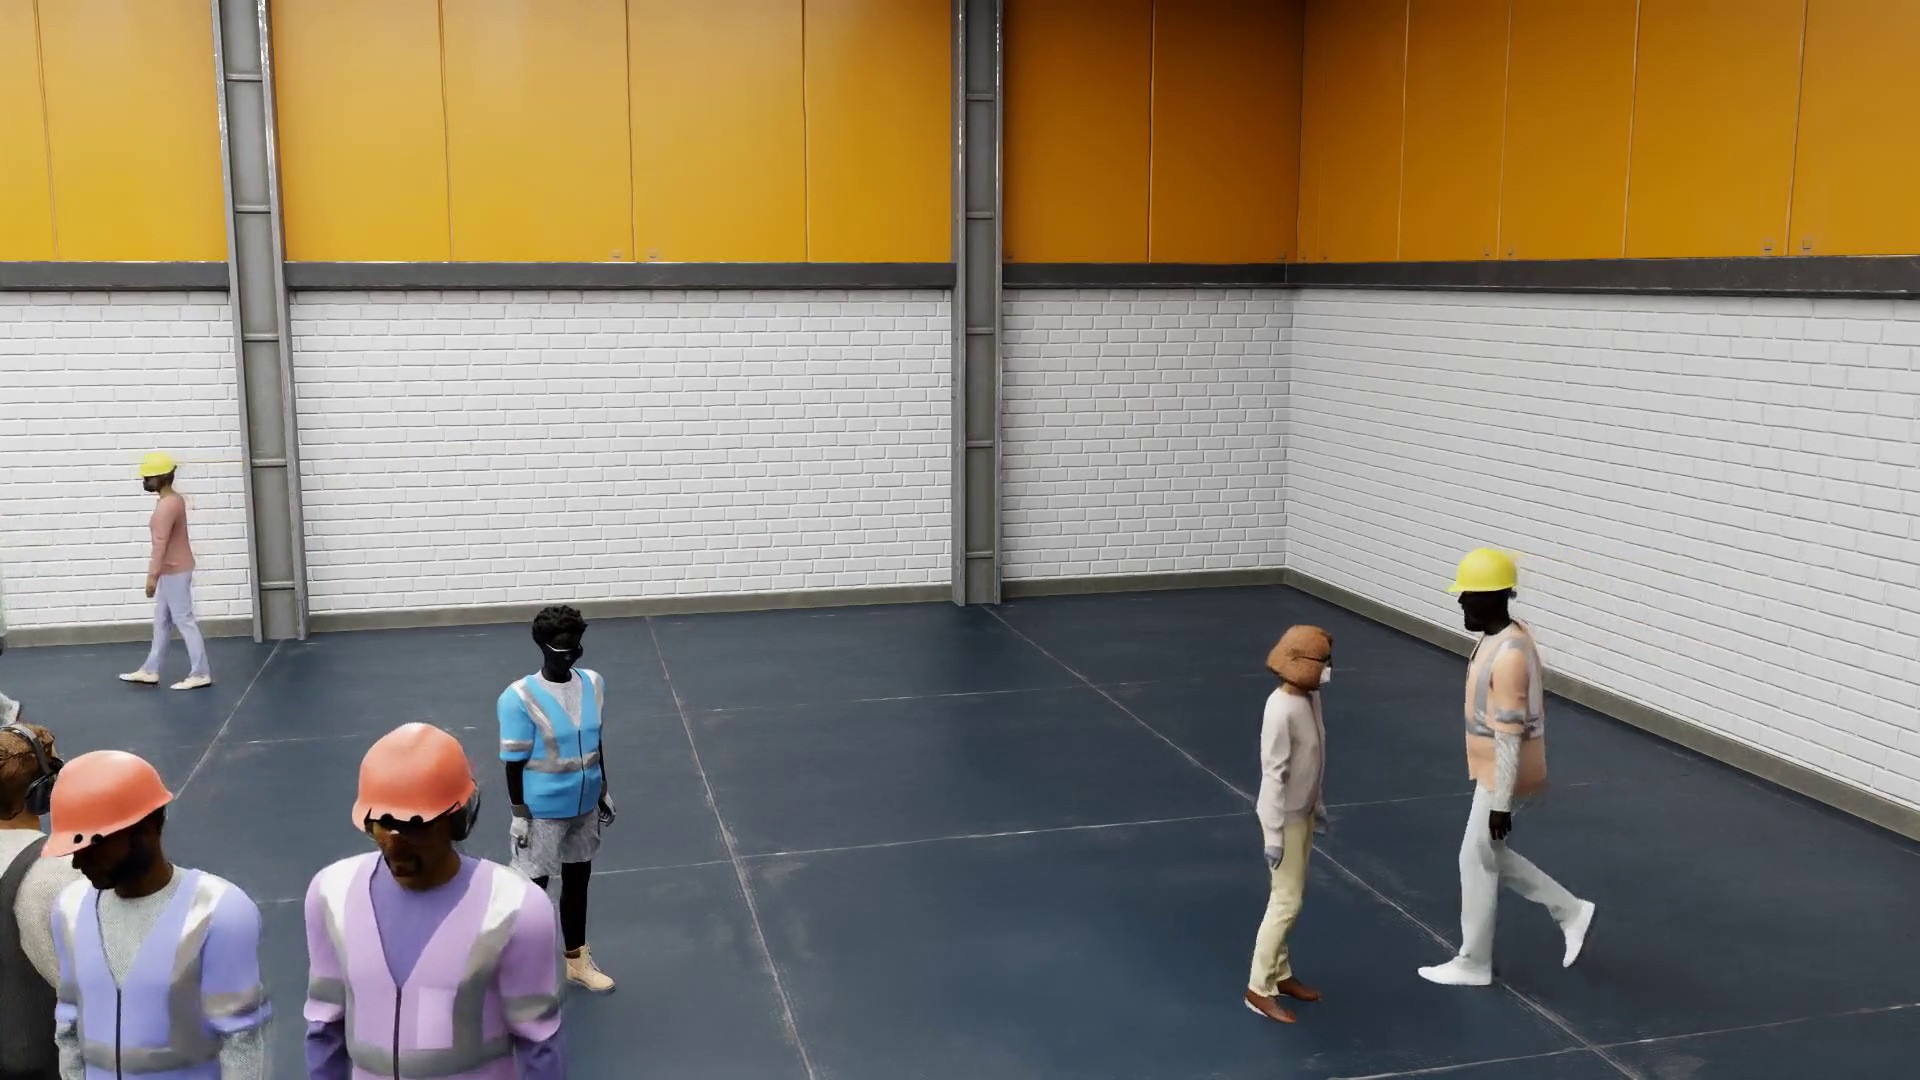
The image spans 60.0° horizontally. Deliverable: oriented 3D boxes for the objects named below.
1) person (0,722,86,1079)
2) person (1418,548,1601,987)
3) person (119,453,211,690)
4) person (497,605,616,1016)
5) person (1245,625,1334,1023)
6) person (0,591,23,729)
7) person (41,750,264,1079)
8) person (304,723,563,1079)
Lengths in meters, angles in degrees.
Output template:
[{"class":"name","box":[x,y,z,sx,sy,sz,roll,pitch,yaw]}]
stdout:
[{"class":"person","box":[-2.491,1.399,4.519,0.505,1.847,0.344,1,9,5]},{"class":"person","box":[2.351,0.973,7.015,0.673,1.901,0.613,2,9,13]},{"class":"person","box":[-5.825,0.240,12.029,0.696,1.741,0.552,-3,10,-17]},{"class":"person","box":[-1.653,1.098,6.871,0.320,1.692,0.531,7,11,36]},{"class":"person","box":[1.359,1.141,6.806,0.269,1.634,0.517,4,10,26]},{"class":"person","box":[-6.145,0.571,10.378,0.523,1.616,0.687,3,9,15]},{"class":"person","box":[-1.963,1.440,4.077,0.576,1.912,0.446,2,9,10]},{"class":"person","box":[-1.239,1.390,4.035,0.625,2.020,0.722,2,9,10]}]
